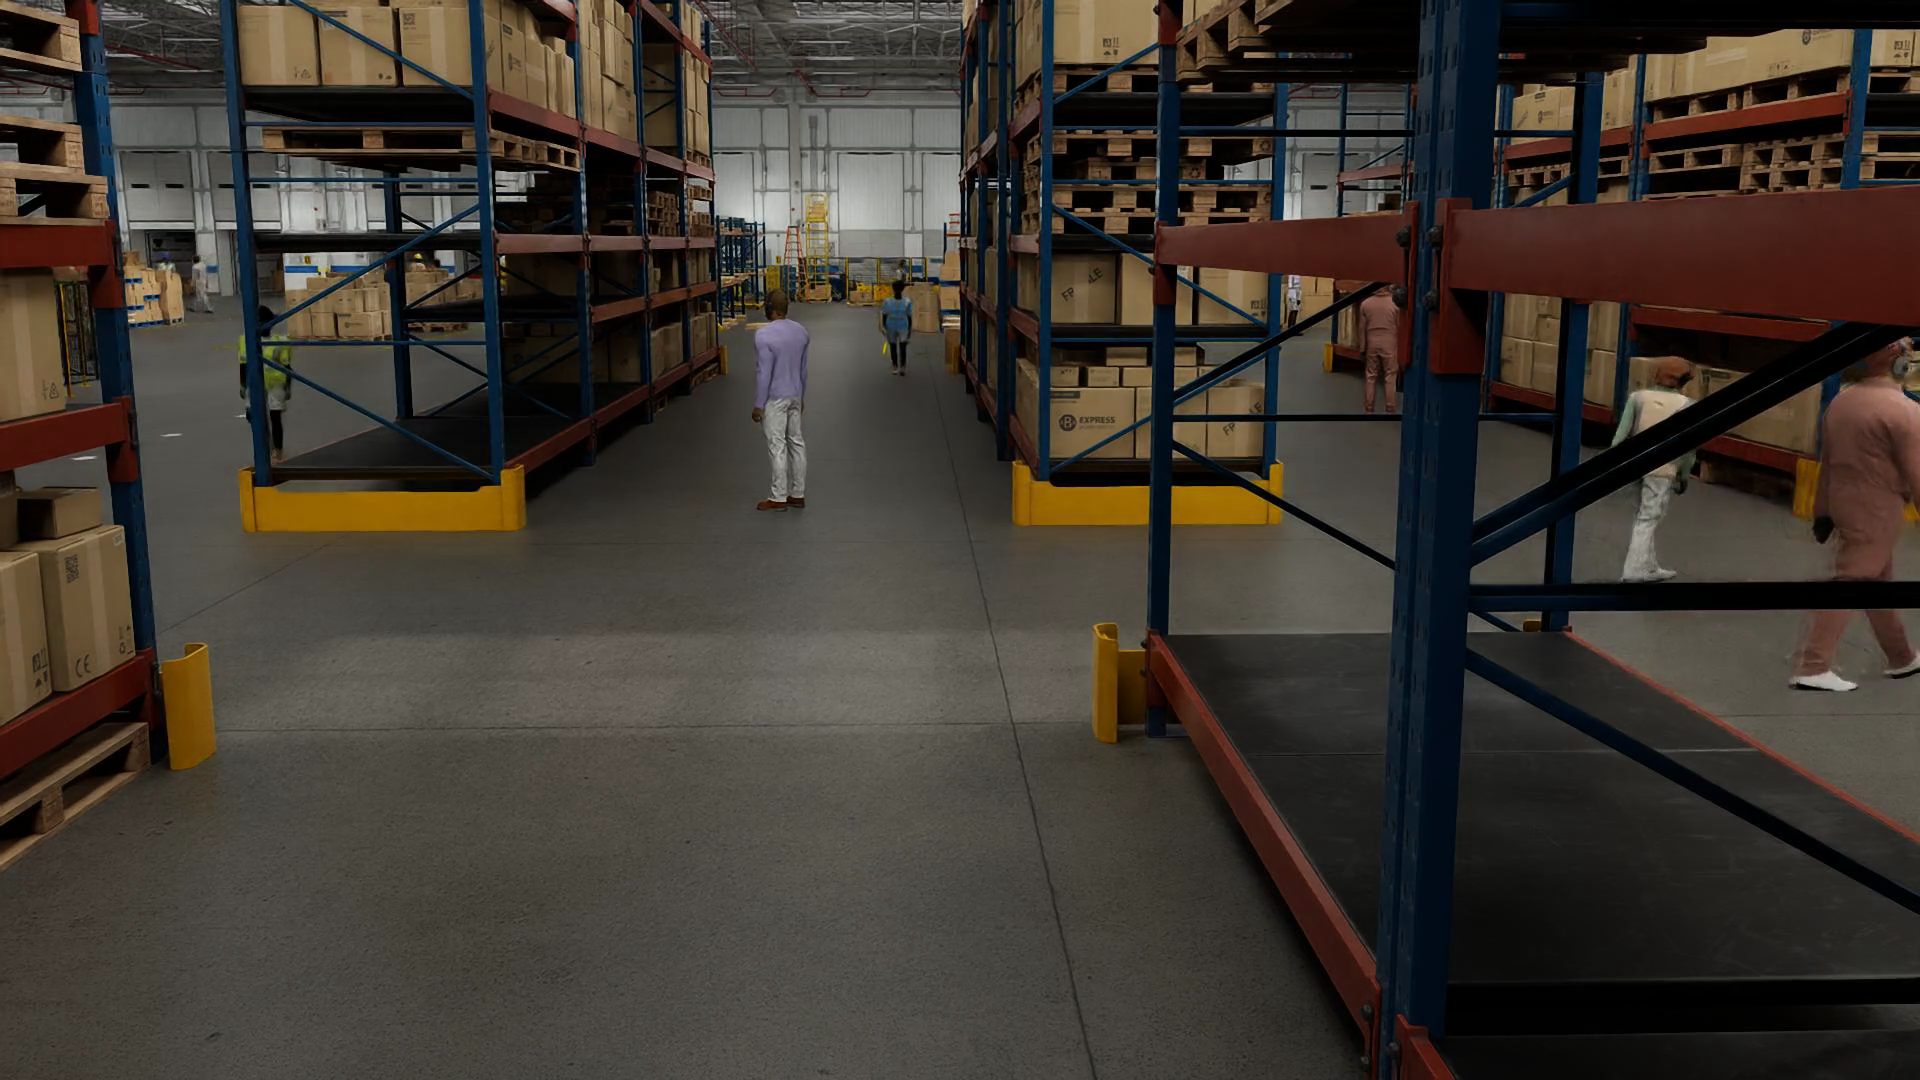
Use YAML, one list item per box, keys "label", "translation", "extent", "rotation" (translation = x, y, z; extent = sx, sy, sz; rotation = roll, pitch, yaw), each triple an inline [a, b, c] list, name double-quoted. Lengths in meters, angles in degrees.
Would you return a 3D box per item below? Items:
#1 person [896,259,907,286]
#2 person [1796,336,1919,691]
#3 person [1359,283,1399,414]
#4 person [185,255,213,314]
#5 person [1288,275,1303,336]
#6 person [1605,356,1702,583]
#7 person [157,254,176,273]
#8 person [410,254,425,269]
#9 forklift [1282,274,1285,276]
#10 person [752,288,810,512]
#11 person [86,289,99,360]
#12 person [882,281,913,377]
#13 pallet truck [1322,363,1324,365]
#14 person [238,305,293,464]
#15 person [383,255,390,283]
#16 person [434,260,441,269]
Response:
- label: "person"
  translation: [-1.641, -7.392, 49.269]
  extent: [0.792, 1.809, 0.536]
  rotation: [3, 11, 17]
- label: "person"
  translation: [4.849, -0.124, 8.663]
  extent: [0.948, 1.862, 0.644]
  rotation: [0, 10, 0]
- label: "person"
  translation: [5.582, -2.530, 21.928]
  extent: [0.639, 1.910, 0.407]
  rotation: [7, 12, 35]
- label: "person"
  translation: [-24.905, -8.328, 54.273]
  extent: [1.001, 1.885, 0.658]
  rotation: [1, 10, 3]
- label: "person"
  translation: [8.372, -6.050, 41.453]
  extent: [0.357, 1.936, 0.551]
  rotation: [-2, 10, -9]
- label: "person"
  translation: [4.643, -0.440, 11.167]
  extent: [0.731, 1.584, 0.529]
  rotation: [-9, 13, -40]
- label: "person"
  translation: [-28.970, -9.499, 60.759]
  extent: [0.959, 1.917, 0.602]
  rotation: [10, 14, 44]
- label: "person"
  translation: [-18.898, -9.024, 58.087]
  extent: [0.589, 1.922, 0.389]
  rotation: [3, 11, 19]
- label: "forklift"
  translation: [12.239, -10.307, 62.540]
  extent: [1.129, 2.768, 1.873]
  rotation: [0, 10, -2]
- label: "person"
  translation: [-1.569, -1.211, 14.491]
  extent: [0.371, 1.941, 0.627]
  rotation: [7, 13, 36]
- label: "person"
  translation: [-16.948, -4.497, 32.872]
  extent: [0.752, 1.908, 0.568]
  rotation: [-4, 11, -20]
- label: "person"
  translation: [-1.091, -3.701, 29.137]
  extent: [0.533, 1.661, 0.833]
  rotation: [1, 10, 5]
- label: "pallet truck"
  translation: [7.712, -4.157, 30.737]
  extent: [1.885, 1.965, 0.823]
  rotation: [3, 11, 16]
- label: "person"
  translation: [-7.278, -1.618, 17.445]
  extent: [0.553, 1.680, 0.370]
  rotation: [-1, 10, -7]
- label: "person"
  translation: [-19.174, -8.610, 55.691]
  extent: [1.002, 1.939, 0.657]
  rotation: [-6, 12, -32]
- label: "person"
  translation: [-19.020, -9.347, 60.491]
  extent: [0.600, 1.682, 0.541]
  rotation: [2, 10, 9]
